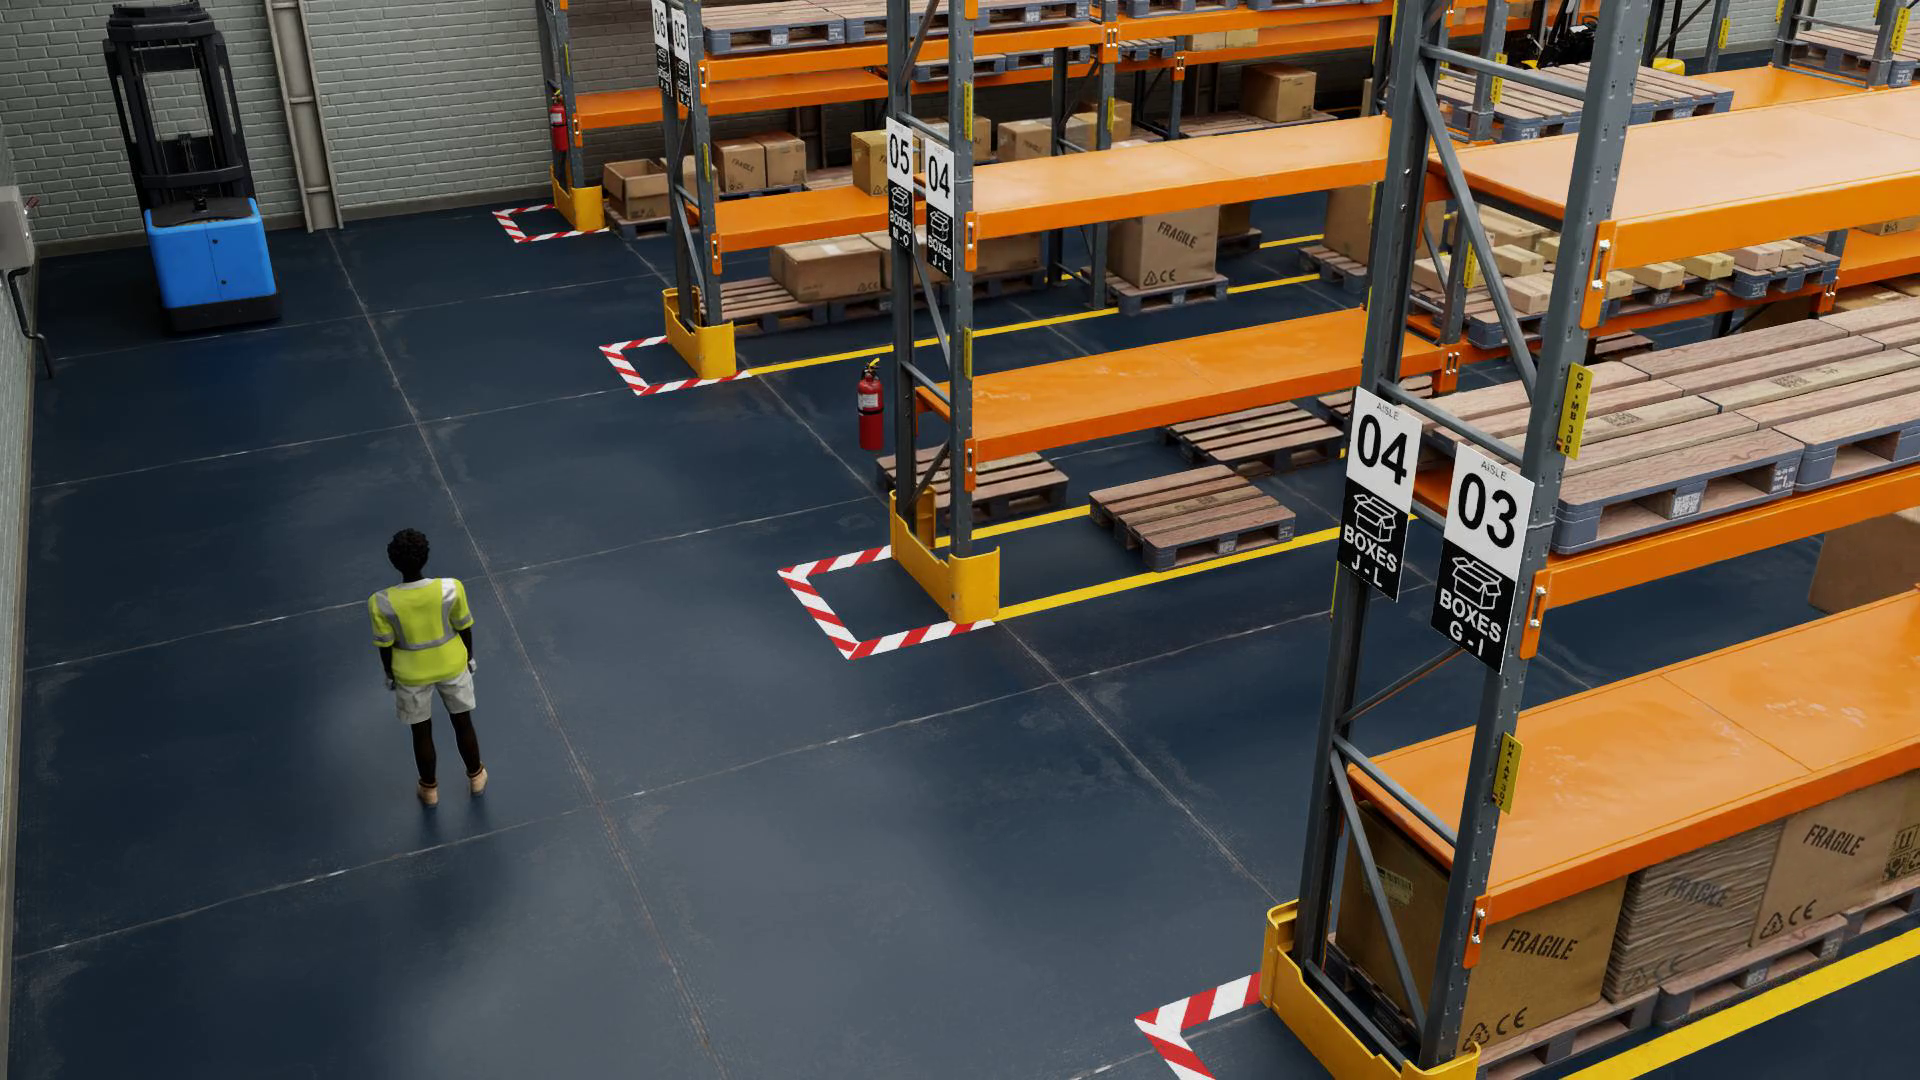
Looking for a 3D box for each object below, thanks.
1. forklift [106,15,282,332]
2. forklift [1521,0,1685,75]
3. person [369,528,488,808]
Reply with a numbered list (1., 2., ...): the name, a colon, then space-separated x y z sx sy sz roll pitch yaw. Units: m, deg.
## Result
1. forklift: -7.548 -3.672 16.323 1.129 2.768 1.873 -12 30 -22
2. forklift: 8.950 -6.807 23.056 1.214 2.155 2.313 -12 30 -22
3. person: -2.926 0.711 9.189 0.534 1.696 0.318 -12 30 -21
